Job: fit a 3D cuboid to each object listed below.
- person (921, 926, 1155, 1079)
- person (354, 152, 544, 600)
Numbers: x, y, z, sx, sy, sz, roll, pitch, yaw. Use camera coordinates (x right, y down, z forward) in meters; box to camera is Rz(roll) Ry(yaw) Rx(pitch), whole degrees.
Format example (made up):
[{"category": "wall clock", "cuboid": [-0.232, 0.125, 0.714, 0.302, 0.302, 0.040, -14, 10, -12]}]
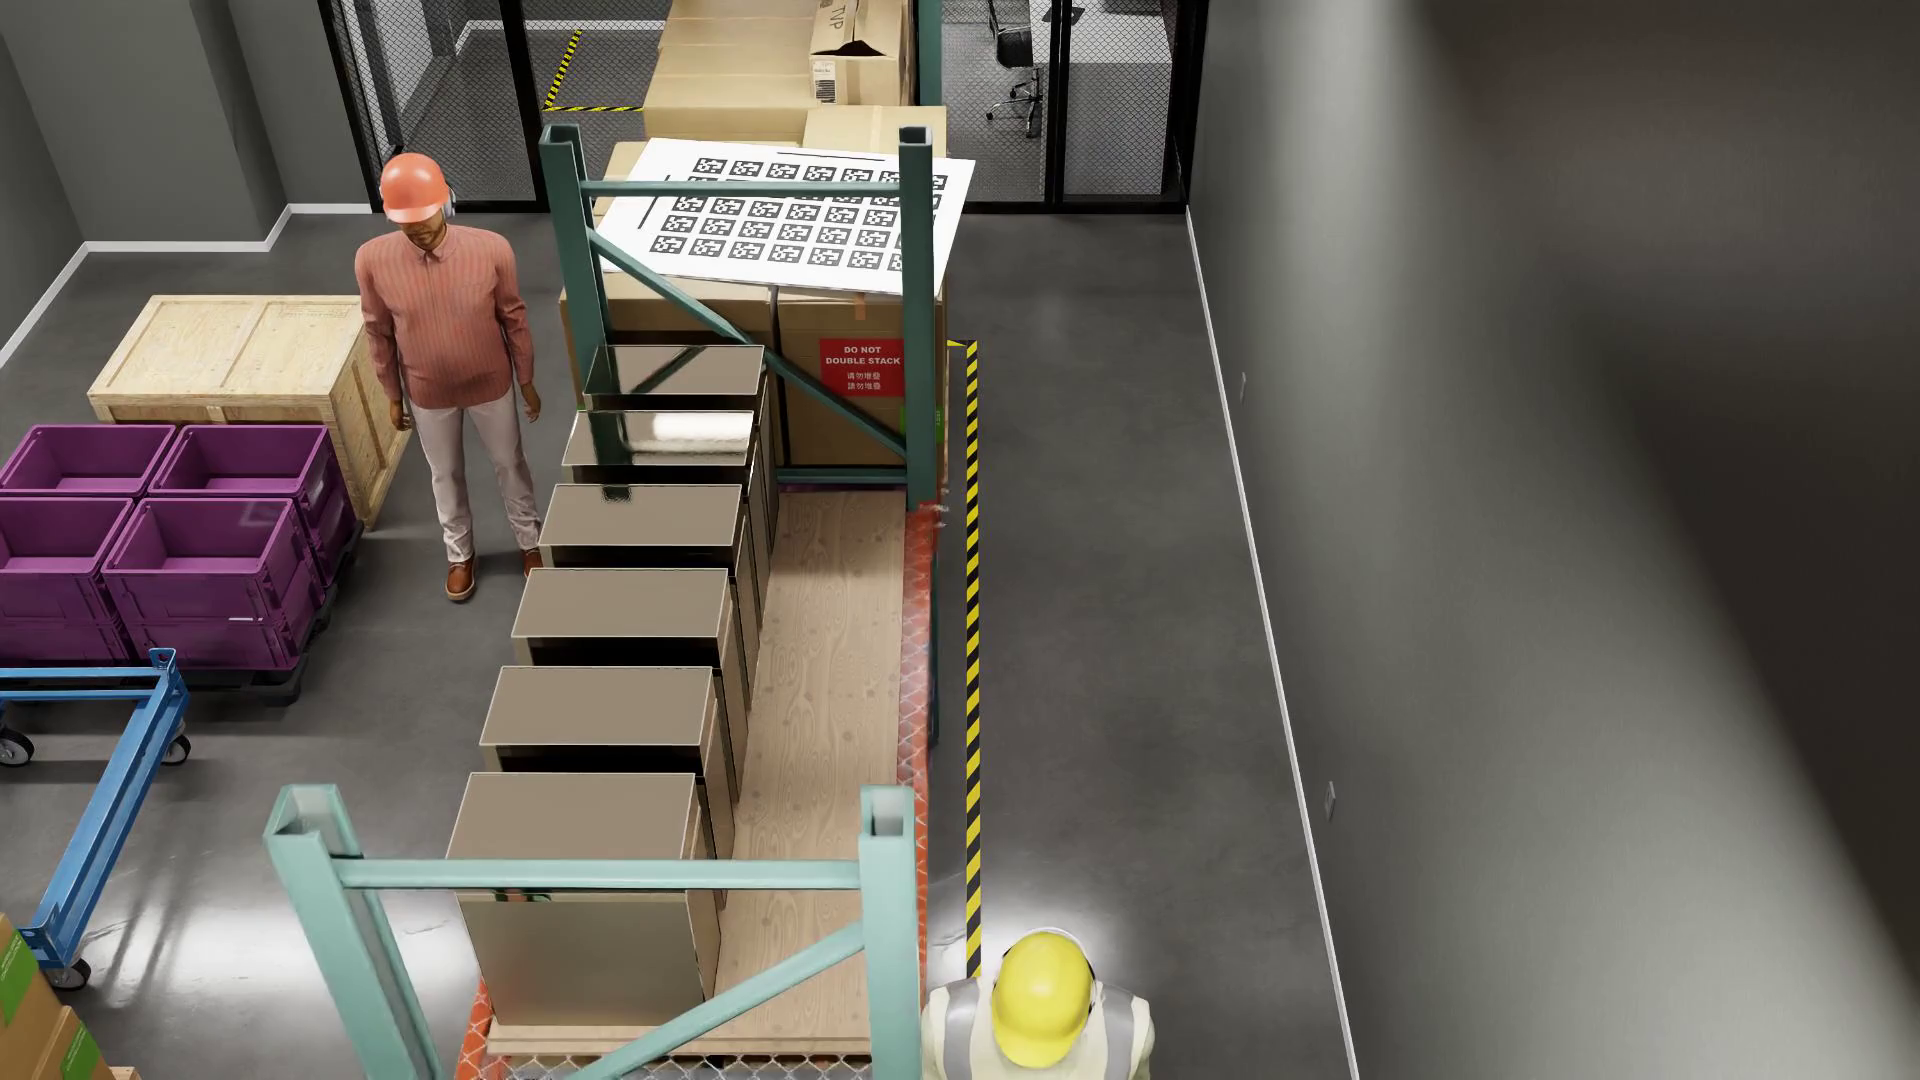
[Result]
[{"category": "person", "cuboid": [0.174, 1.557, 4.194, 0.588, 1.822, 0.403, 0, 41, 0]}, {"category": "person", "cuboid": [-1.968, -0.615, 6.547, 0.609, 1.996, 0.379, -9, 42, -10]}]
